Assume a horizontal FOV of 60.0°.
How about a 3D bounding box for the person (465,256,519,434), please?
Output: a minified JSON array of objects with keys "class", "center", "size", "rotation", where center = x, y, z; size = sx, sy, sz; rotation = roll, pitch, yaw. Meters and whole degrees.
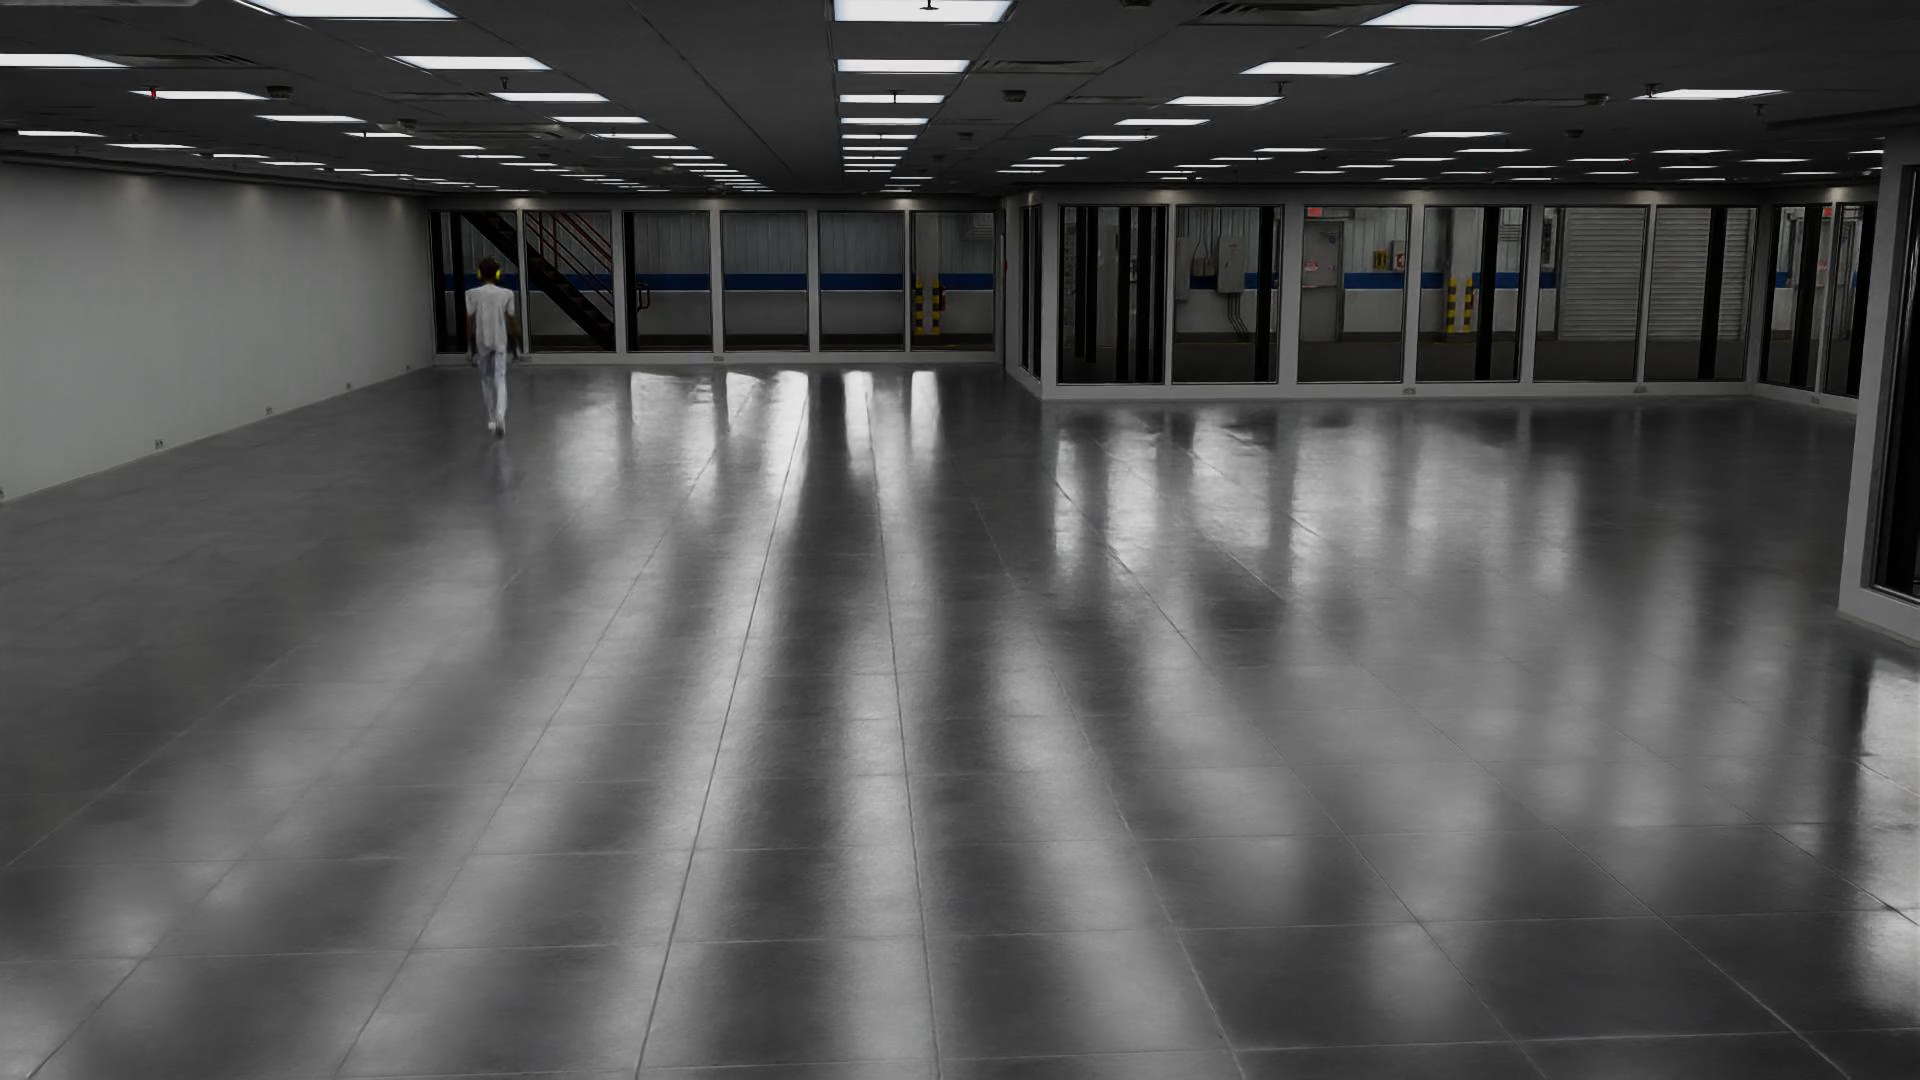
[{"class":"person","center":[-4.862,-2.018,17.285],"size":[0.524,1.844,0.843],"rotation":[-2,11,-13]}]
